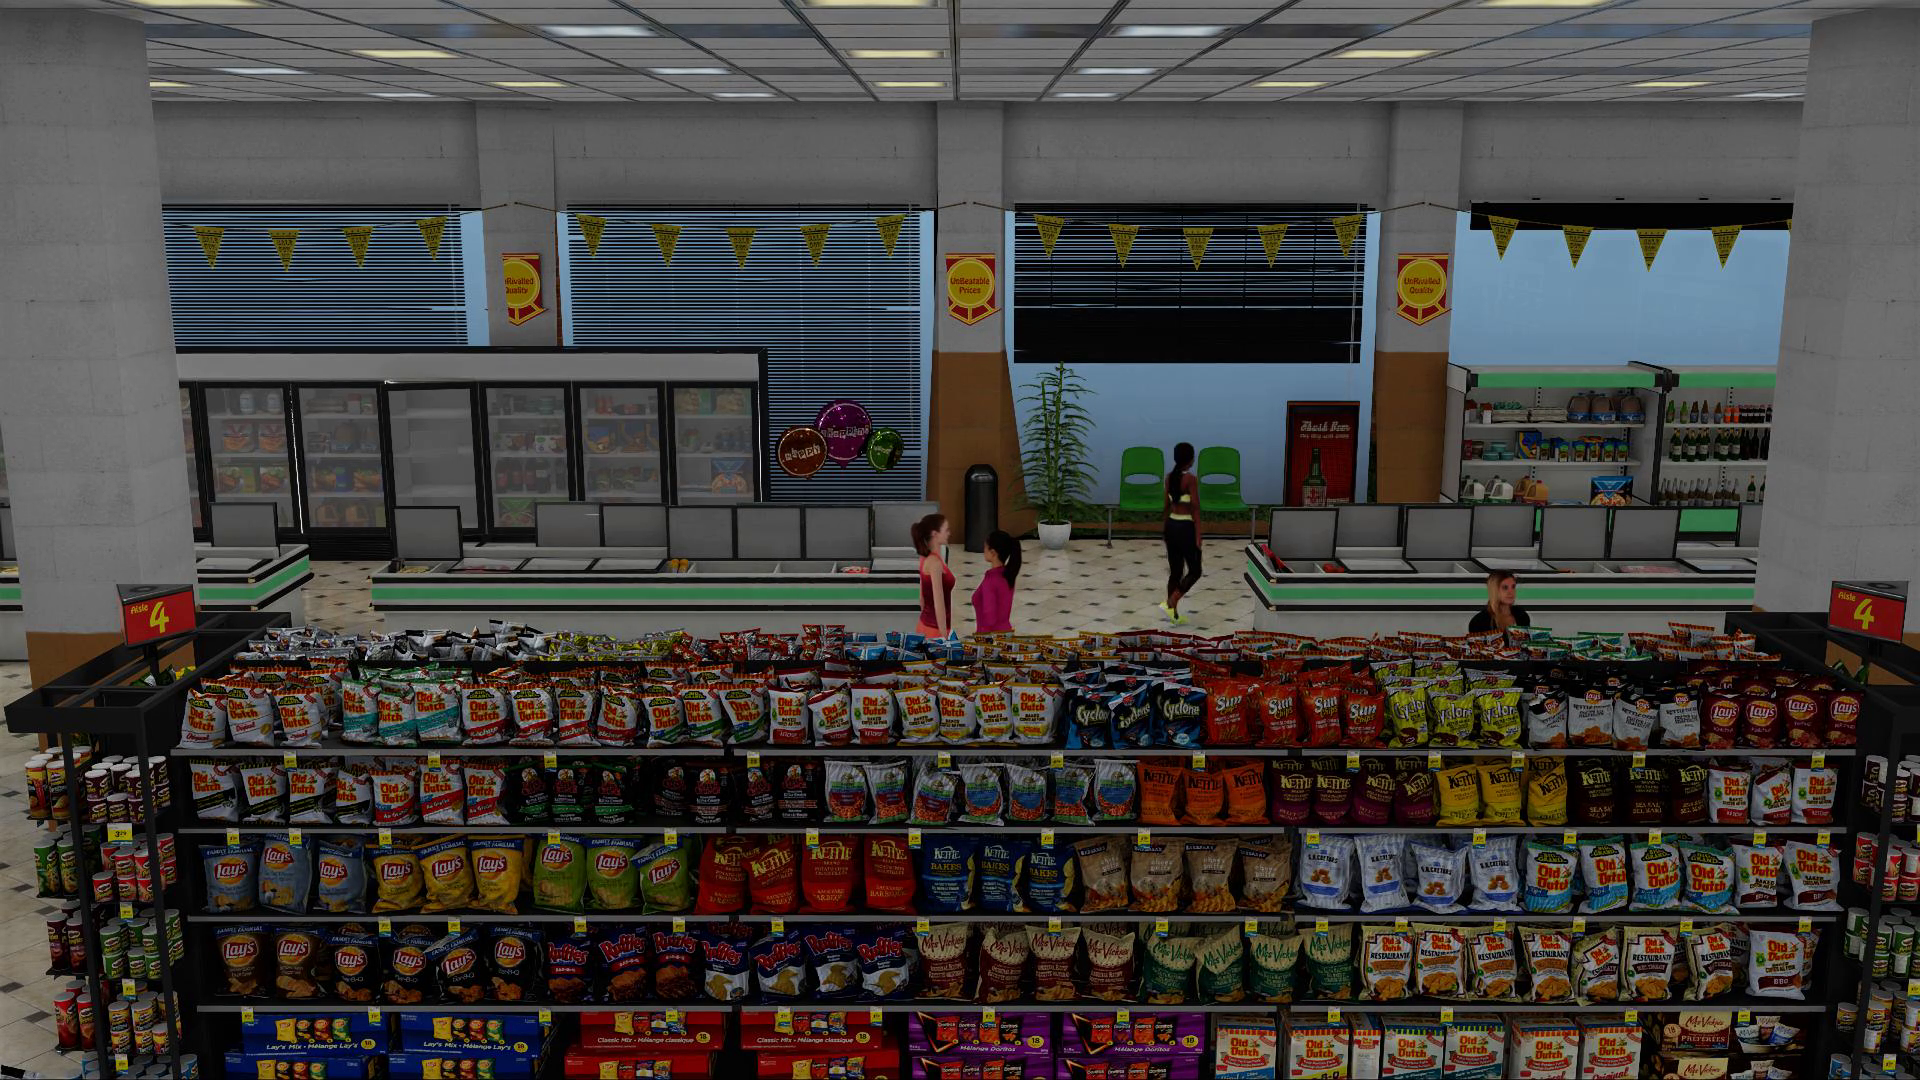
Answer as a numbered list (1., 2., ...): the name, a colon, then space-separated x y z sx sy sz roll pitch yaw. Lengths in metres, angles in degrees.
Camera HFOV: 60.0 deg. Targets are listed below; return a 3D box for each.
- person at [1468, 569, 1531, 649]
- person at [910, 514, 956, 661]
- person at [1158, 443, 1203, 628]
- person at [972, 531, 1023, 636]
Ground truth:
1. person: 3.467 1.004 10.759 0.582 1.671 0.726 -4 13 -20
2. person: -0.181 0.665 12.175 0.646 1.752 0.631 -4 12 -17
3. person: 2.003 -0.020 15.443 0.865 1.744 0.797 -11 16 -43
4. person: 0.273 0.763 11.835 0.687 1.699 0.666 5 13 23
